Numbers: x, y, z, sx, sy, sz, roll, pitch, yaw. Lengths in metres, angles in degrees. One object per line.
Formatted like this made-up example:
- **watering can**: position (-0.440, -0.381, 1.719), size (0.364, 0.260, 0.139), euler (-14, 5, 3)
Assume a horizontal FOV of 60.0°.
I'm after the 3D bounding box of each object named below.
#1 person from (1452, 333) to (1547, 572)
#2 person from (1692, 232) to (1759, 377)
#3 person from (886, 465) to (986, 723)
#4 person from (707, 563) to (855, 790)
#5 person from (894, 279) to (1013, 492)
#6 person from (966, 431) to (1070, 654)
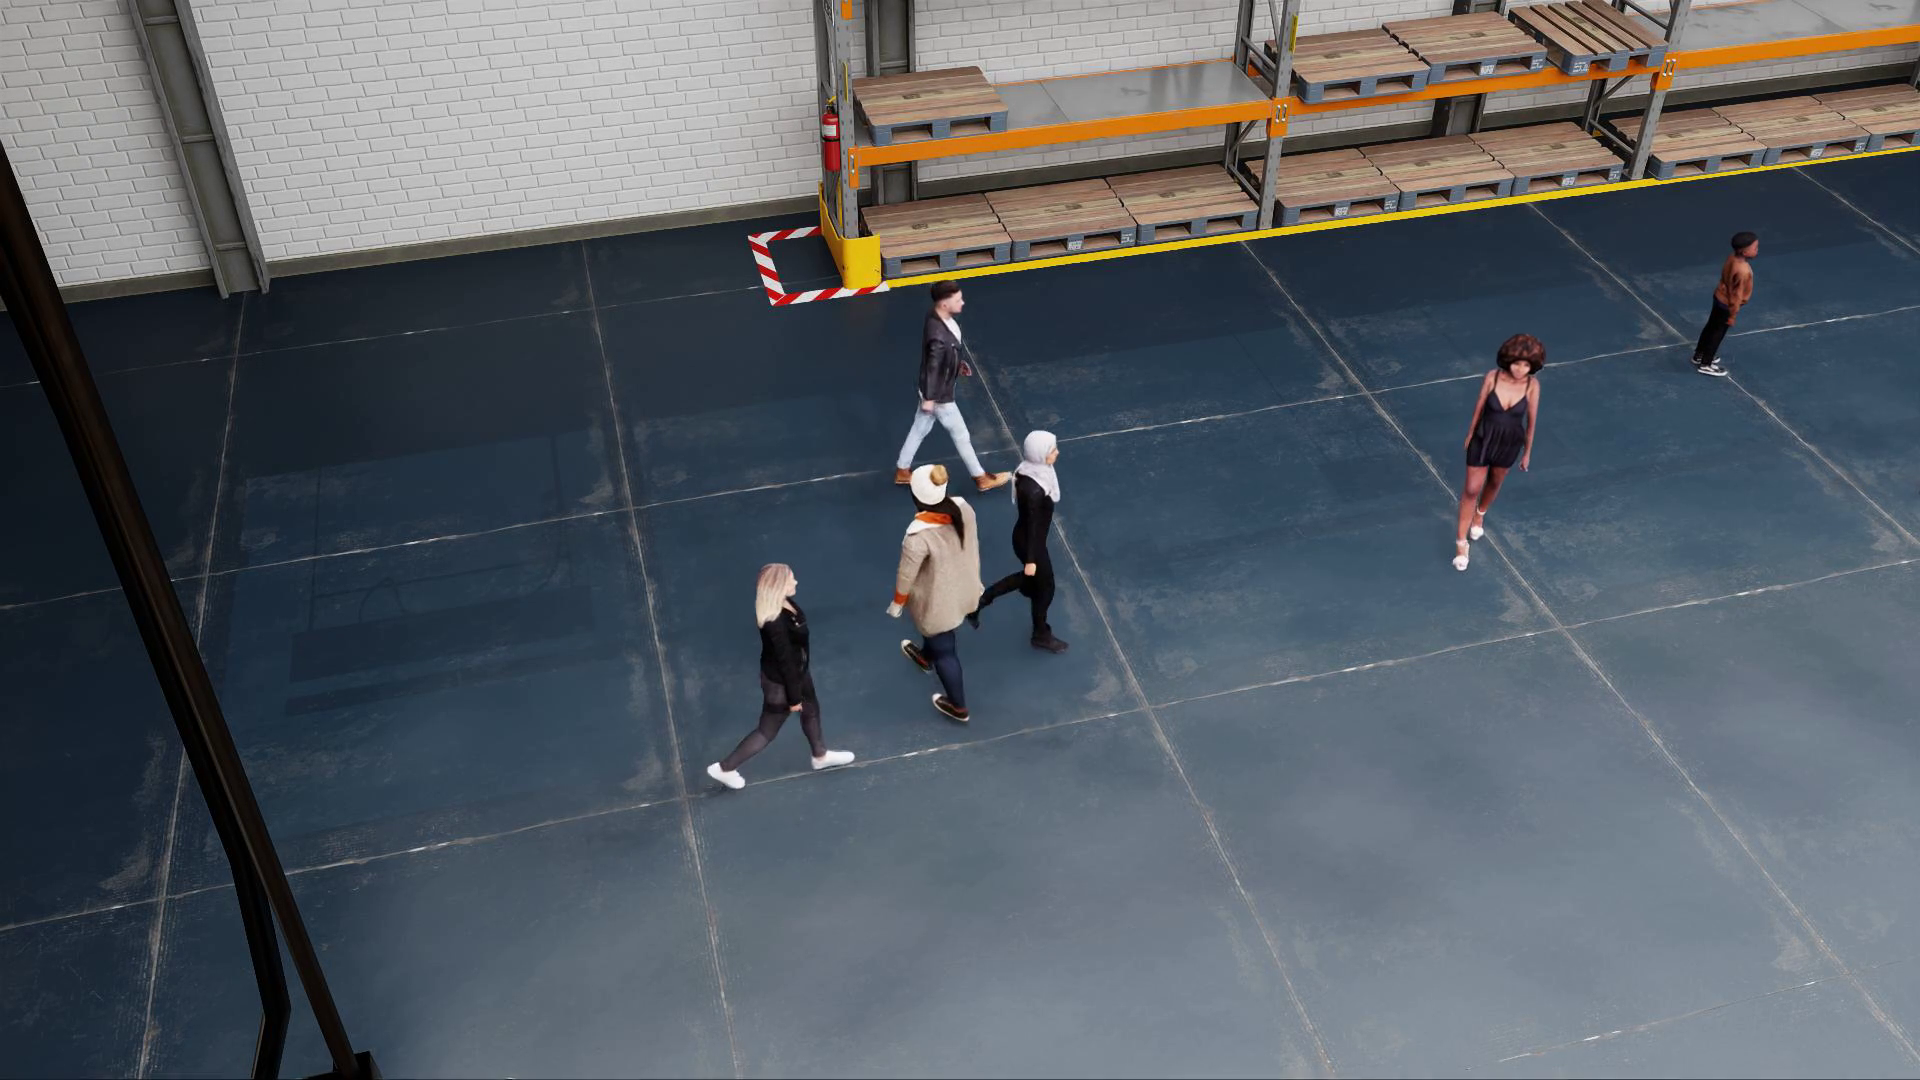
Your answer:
- **person**: position (3.731, -0.694, 11.570), size (0.956, 1.762, 0.905), euler (9, 39, 11)
- **person**: position (6.243, -1.945, 13.544), size (0.568, 1.254, 0.579), euler (3, 39, 4)
- **person**: position (-0.045, 0.348, 10.185), size (1.083, 1.864, 1.081), euler (29, 47, 32)
- **person**: position (-1.132, 0.836, 9.741), size (1.117, 1.655, 0.625), euler (-8, 39, -10)
- **person**: position (-0.251, -1.082, 12.028), size (1.158, 1.797, 0.798), euler (-3, 39, -4)
- **person**: position (0.366, 0.044, 10.652), size (1.064, 1.756, 0.836), euler (2, 39, 3)
